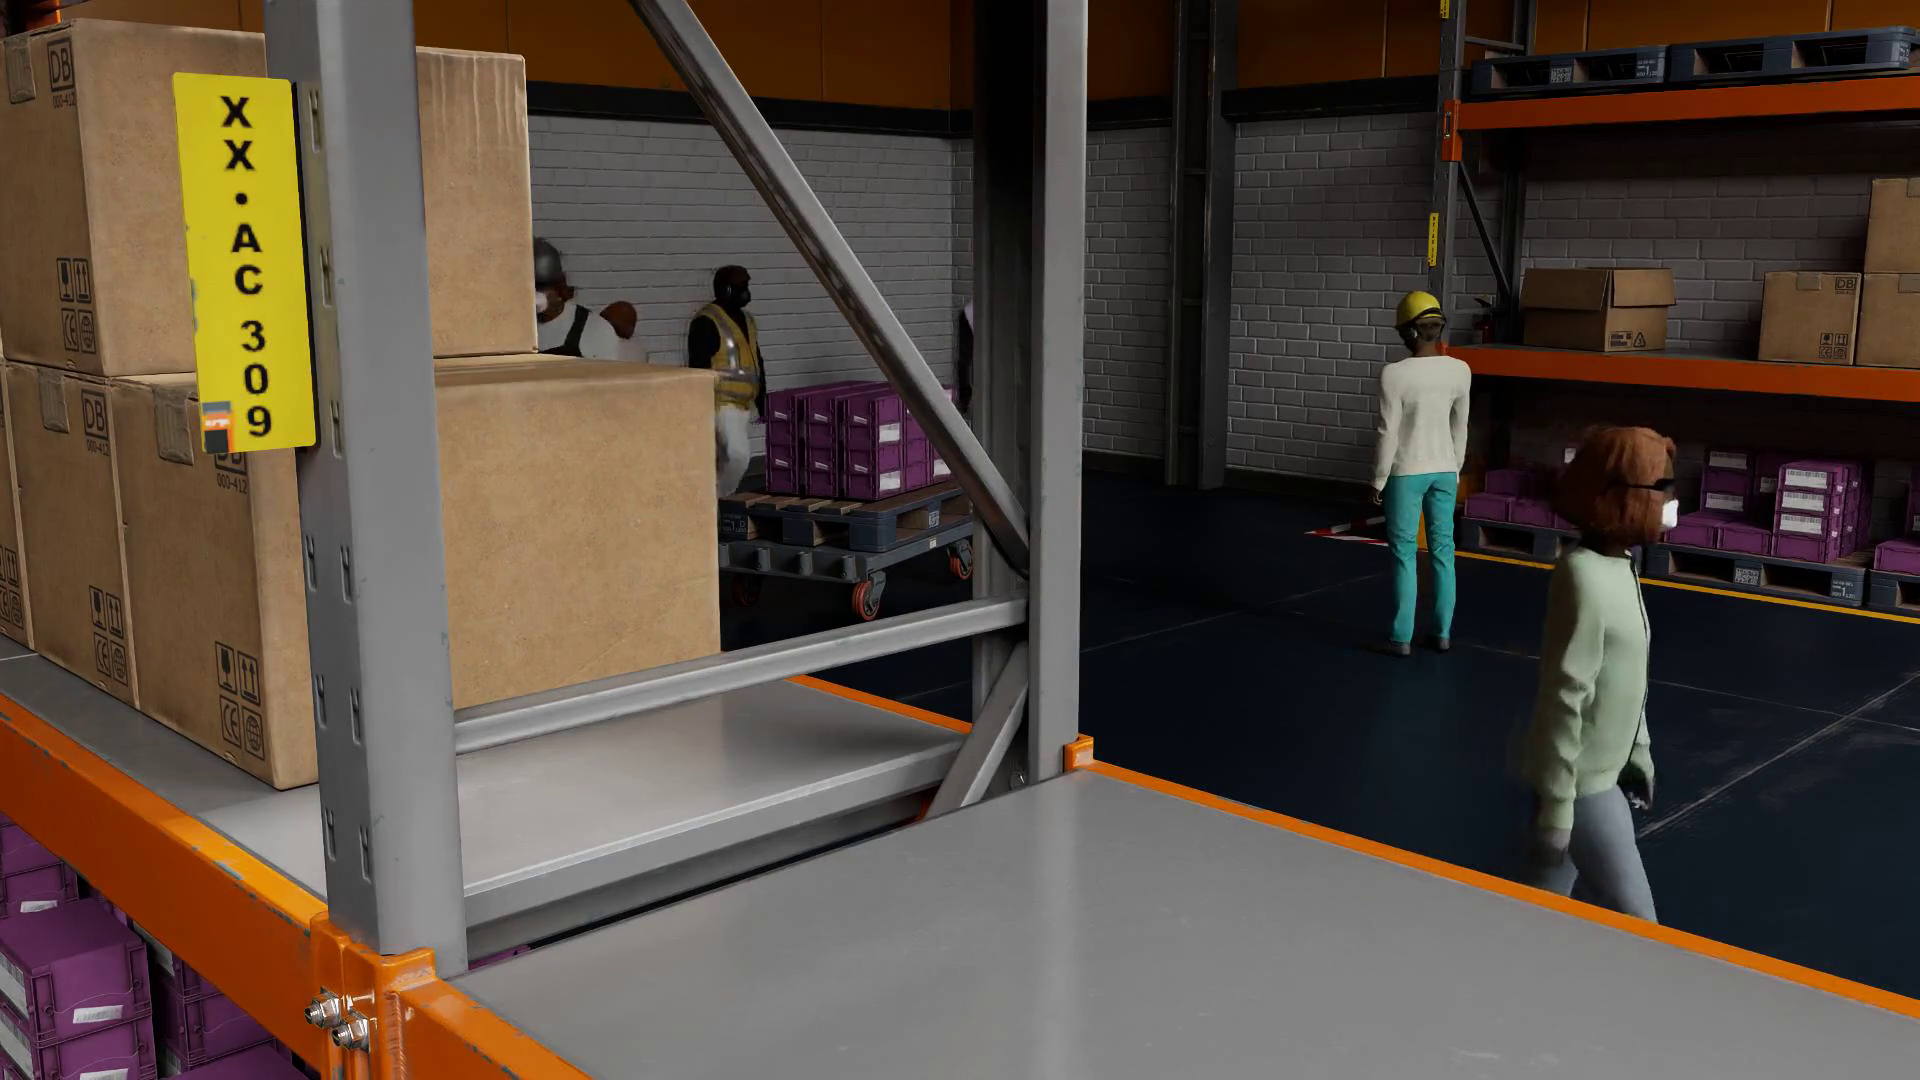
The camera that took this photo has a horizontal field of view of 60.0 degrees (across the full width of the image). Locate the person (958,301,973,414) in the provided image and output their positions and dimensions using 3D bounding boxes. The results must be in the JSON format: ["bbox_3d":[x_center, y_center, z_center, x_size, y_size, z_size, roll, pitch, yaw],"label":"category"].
[{"bbox_3d":[0.253,-1.145,12.240,0.594,1.884,0.895,-4,11,-23],"label":"person"}]

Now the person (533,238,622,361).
[{"bbox_3d":[-1.935,-0.421,7.840,0.687,2.000,0.610,-1,10,-4],"label":"person"}]

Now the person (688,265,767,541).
[{"bbox_3d":[-1.528,-0.898,11.039,0.477,1.828,0.636,3,11,18],"label":"person"}]

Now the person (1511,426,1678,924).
[{"bbox_3d":[1.512,0.554,3.683,0.755,1.601,0.520,5,11,25],"label":"person"}]

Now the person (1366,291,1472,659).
[{"bbox_3d":[2.191,-0.307,7.995,0.523,1.760,0.325,-4,11,-22],"label":"person"}]

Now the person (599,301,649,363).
[{"bbox_3d":[-2.308,-0.777,10.984,0.532,1.596,0.390,-10,14,-43],"label":"person"}]
